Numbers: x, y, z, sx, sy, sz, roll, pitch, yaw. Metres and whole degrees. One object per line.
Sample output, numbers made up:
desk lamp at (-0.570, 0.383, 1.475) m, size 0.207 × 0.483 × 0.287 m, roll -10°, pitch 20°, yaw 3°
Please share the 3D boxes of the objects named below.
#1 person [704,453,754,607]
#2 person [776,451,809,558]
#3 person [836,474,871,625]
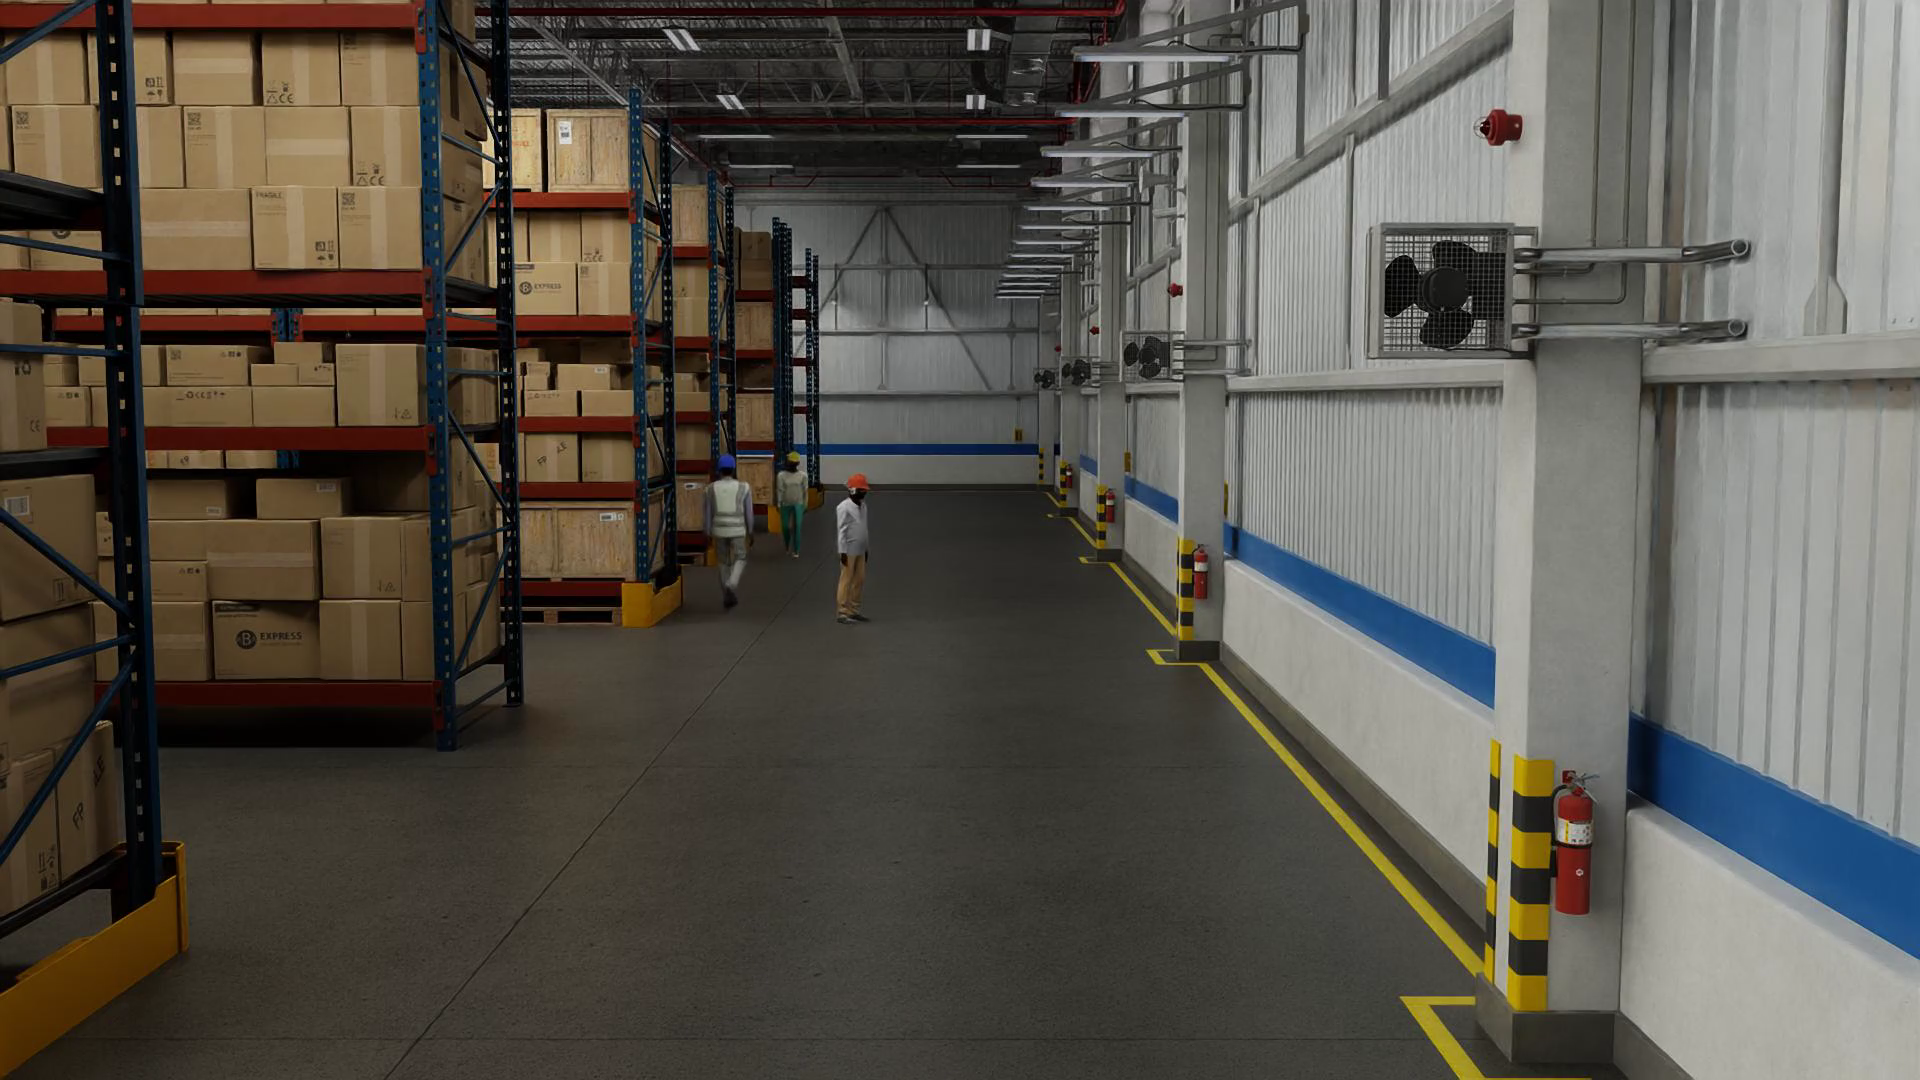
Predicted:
person at (-2.865, -0.105, 20.589) m, size 0.626 × 1.935 × 0.553 m, roll 0°, pitch 5°, yaw 5°
person at (-2.731, -0.583, 27.159) m, size 0.548 × 1.750 × 0.419 m, roll 0°, pitch 5°, yaw -4°
person at (-1.210, 0.105, 19.250) m, size 0.350 × 1.743 × 0.575 m, roll 3°, pitch 6°, yaw 31°
